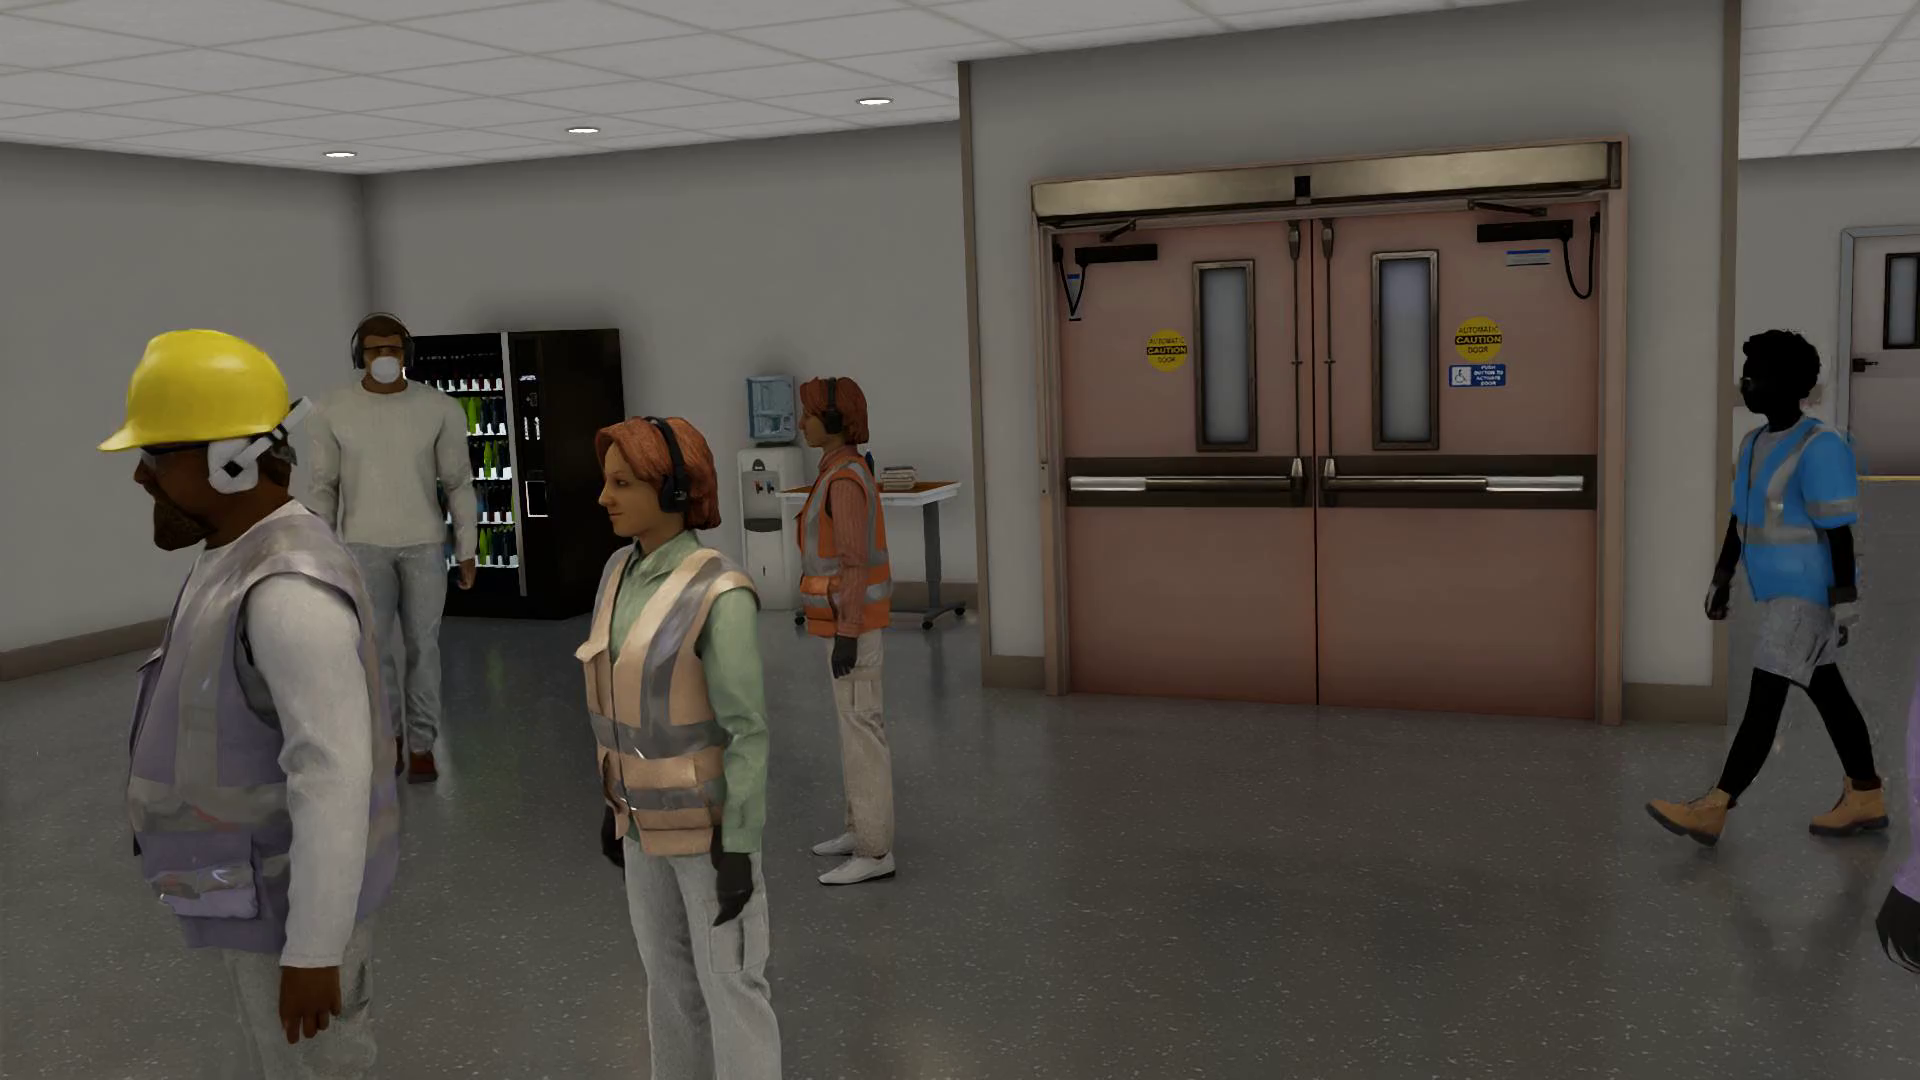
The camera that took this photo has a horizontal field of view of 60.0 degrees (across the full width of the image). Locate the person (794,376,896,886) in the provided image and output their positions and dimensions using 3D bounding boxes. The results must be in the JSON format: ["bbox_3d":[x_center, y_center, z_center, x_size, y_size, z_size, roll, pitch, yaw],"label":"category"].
[{"bbox_3d":[-0.368,0.287,5.417,0.306,1.640,0.522,-3,7,-7],"label":"person"}]

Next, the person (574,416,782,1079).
[{"bbox_3d":[-0.544,0.573,3.262,0.313,1.642,0.513,-9,10,-40],"label":"person"}]

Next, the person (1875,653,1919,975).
[{"bbox_3d":[1.739,0.462,2.424,0.670,1.908,0.403,1,8,22],"label":"person"}]

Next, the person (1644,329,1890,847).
[{"bbox_3d":[2.619,0.162,5.339,0.850,1.653,0.550,-2,7,3],"label":"person"}]

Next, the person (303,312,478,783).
[{"bbox_3d":[-2.285,0.046,6.761,0.657,1.925,0.438,-5,8,-21],"label":"person"}]

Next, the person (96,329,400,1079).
[{"bbox_3d":[-1.130,0.572,2.736,0.404,1.827,0.600,-7,9,-30],"label":"person"}]
